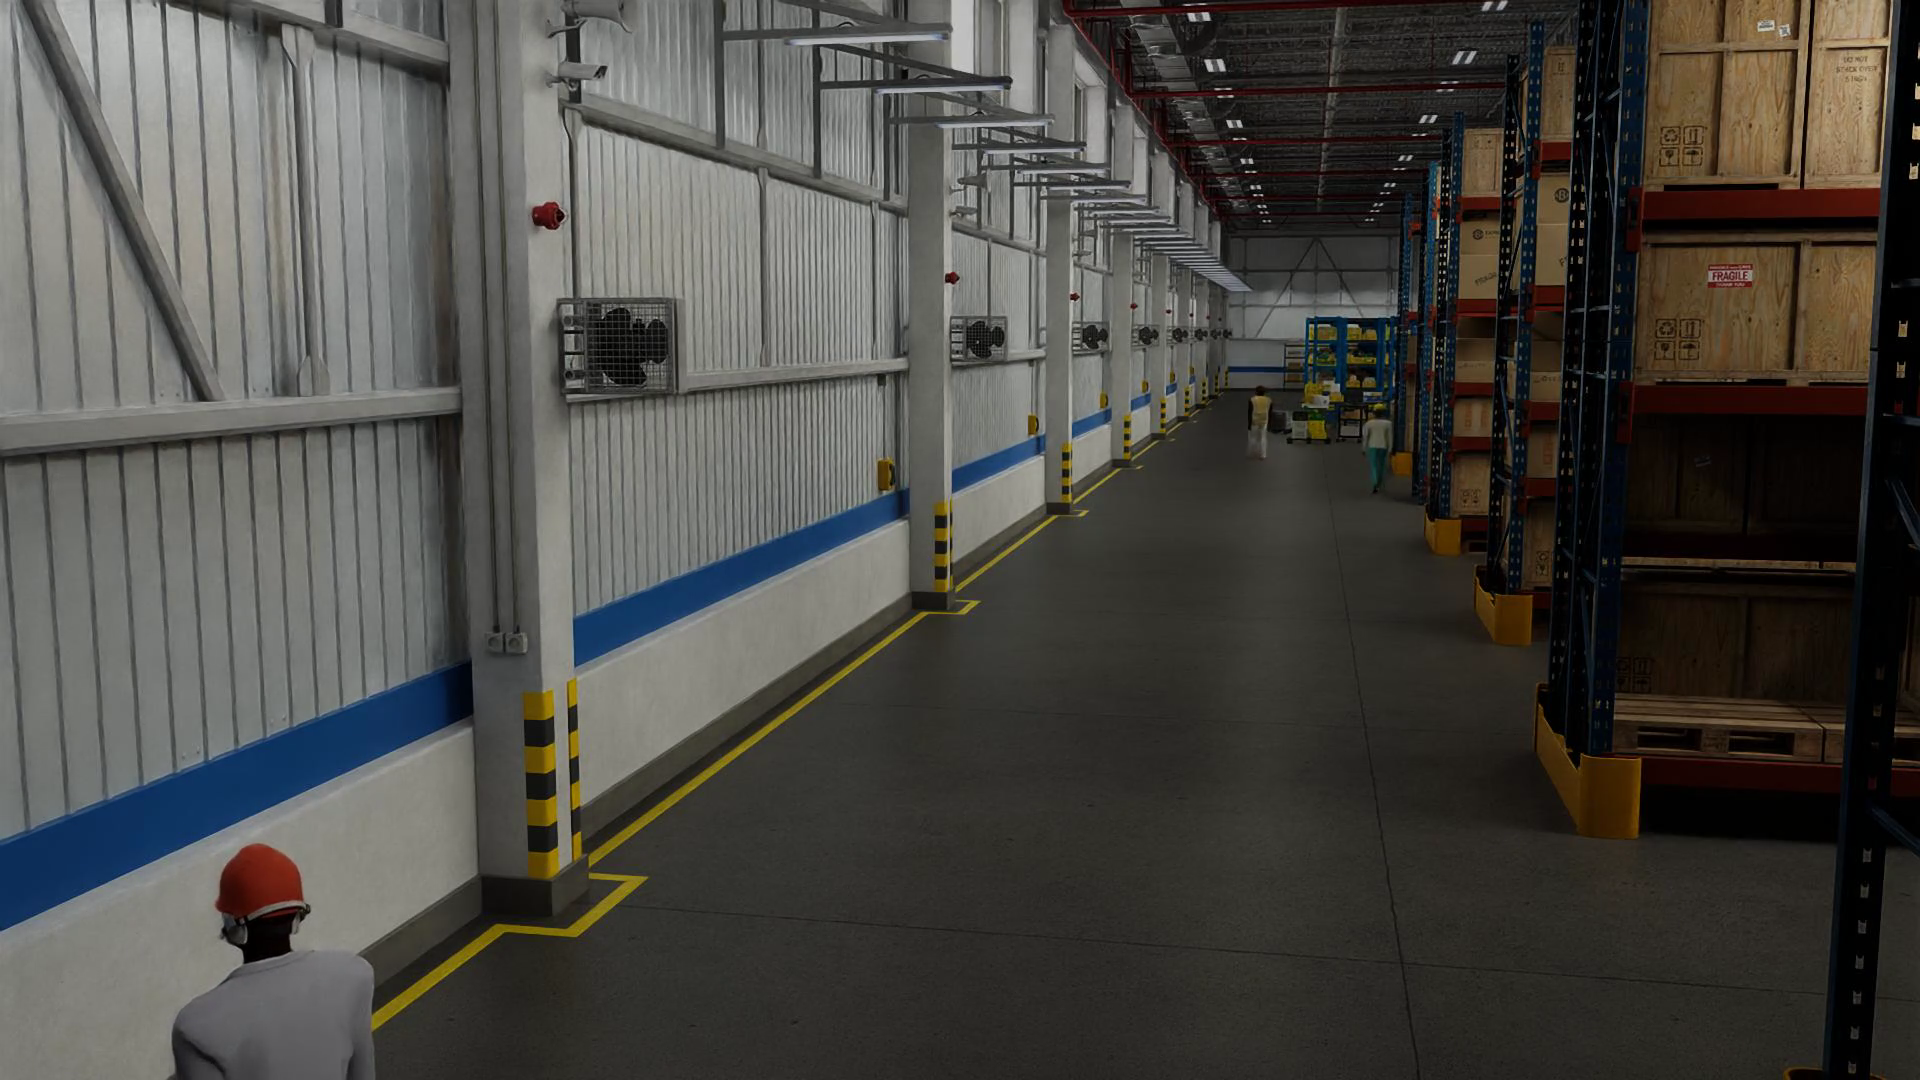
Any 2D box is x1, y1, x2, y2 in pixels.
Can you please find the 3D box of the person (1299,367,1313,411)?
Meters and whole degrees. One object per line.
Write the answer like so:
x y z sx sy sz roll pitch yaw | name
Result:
13.715 -5.895 64.854 0.956 1.796 0.575 1 7 9 | person

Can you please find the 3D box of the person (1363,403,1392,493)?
8.079 -1.778 32.161 0.527 1.743 0.779 1 7 7 | person

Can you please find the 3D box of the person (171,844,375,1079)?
-1.831 1.675 4.452 0.342 1.751 0.563 5 9 37 | person

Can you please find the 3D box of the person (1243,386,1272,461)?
7.226 -2.841 40.422 0.641 1.798 0.917 -2 7 -12 | person
